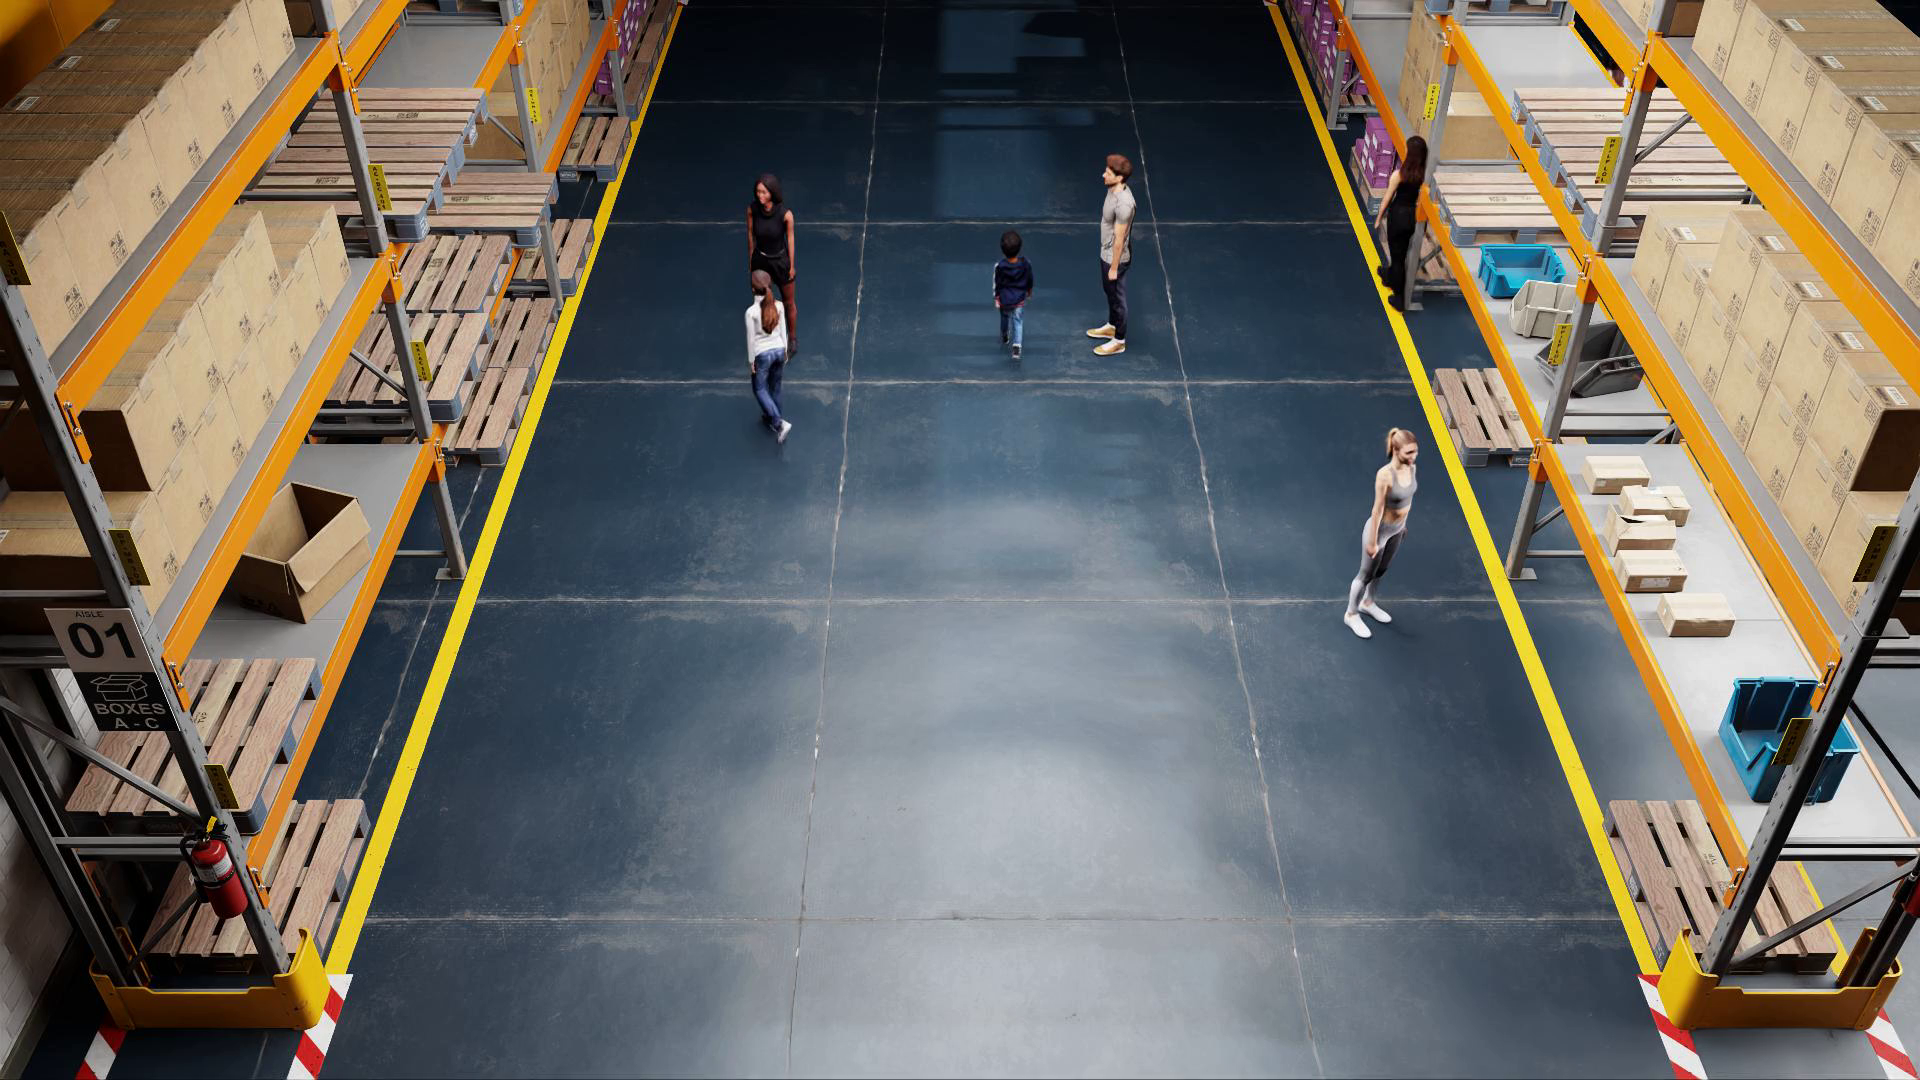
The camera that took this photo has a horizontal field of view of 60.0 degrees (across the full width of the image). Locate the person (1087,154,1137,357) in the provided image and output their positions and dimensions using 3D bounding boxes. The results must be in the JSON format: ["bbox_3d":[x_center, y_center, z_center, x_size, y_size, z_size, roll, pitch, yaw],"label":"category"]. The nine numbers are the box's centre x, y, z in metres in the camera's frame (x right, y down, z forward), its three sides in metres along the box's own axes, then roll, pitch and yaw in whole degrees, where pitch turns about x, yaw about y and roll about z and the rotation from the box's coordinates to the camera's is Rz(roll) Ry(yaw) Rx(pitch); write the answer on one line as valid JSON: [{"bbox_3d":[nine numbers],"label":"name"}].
[{"bbox_3d":[1.385,-2.546,14.792,0.696,1.892,0.512,-3,39,-4],"label":"person"}]

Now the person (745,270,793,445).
[{"bbox_3d":[-1.550,-1.486,13.746,0.787,1.540,0.944,-21,43,-24],"label":"person"}]

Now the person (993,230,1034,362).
[{"bbox_3d":[0.477,-2.175,14.873,0.509,1.210,0.810,0,39,0],"label":"person"}]

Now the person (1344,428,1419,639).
[{"bbox_3d":[3.023,-0.073,11.846,0.640,1.704,0.688,-29,47,-31],"label":"person"}]

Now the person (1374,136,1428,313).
[{"bbox_3d":[4.142,-2.900,15.422,0.736,1.659,1.013,-7,39,-9],"label":"person"}]

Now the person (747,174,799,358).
[{"bbox_3d":[-1.660,-2.442,14.783,0.647,1.740,0.597,9,40,11],"label":"person"}]
